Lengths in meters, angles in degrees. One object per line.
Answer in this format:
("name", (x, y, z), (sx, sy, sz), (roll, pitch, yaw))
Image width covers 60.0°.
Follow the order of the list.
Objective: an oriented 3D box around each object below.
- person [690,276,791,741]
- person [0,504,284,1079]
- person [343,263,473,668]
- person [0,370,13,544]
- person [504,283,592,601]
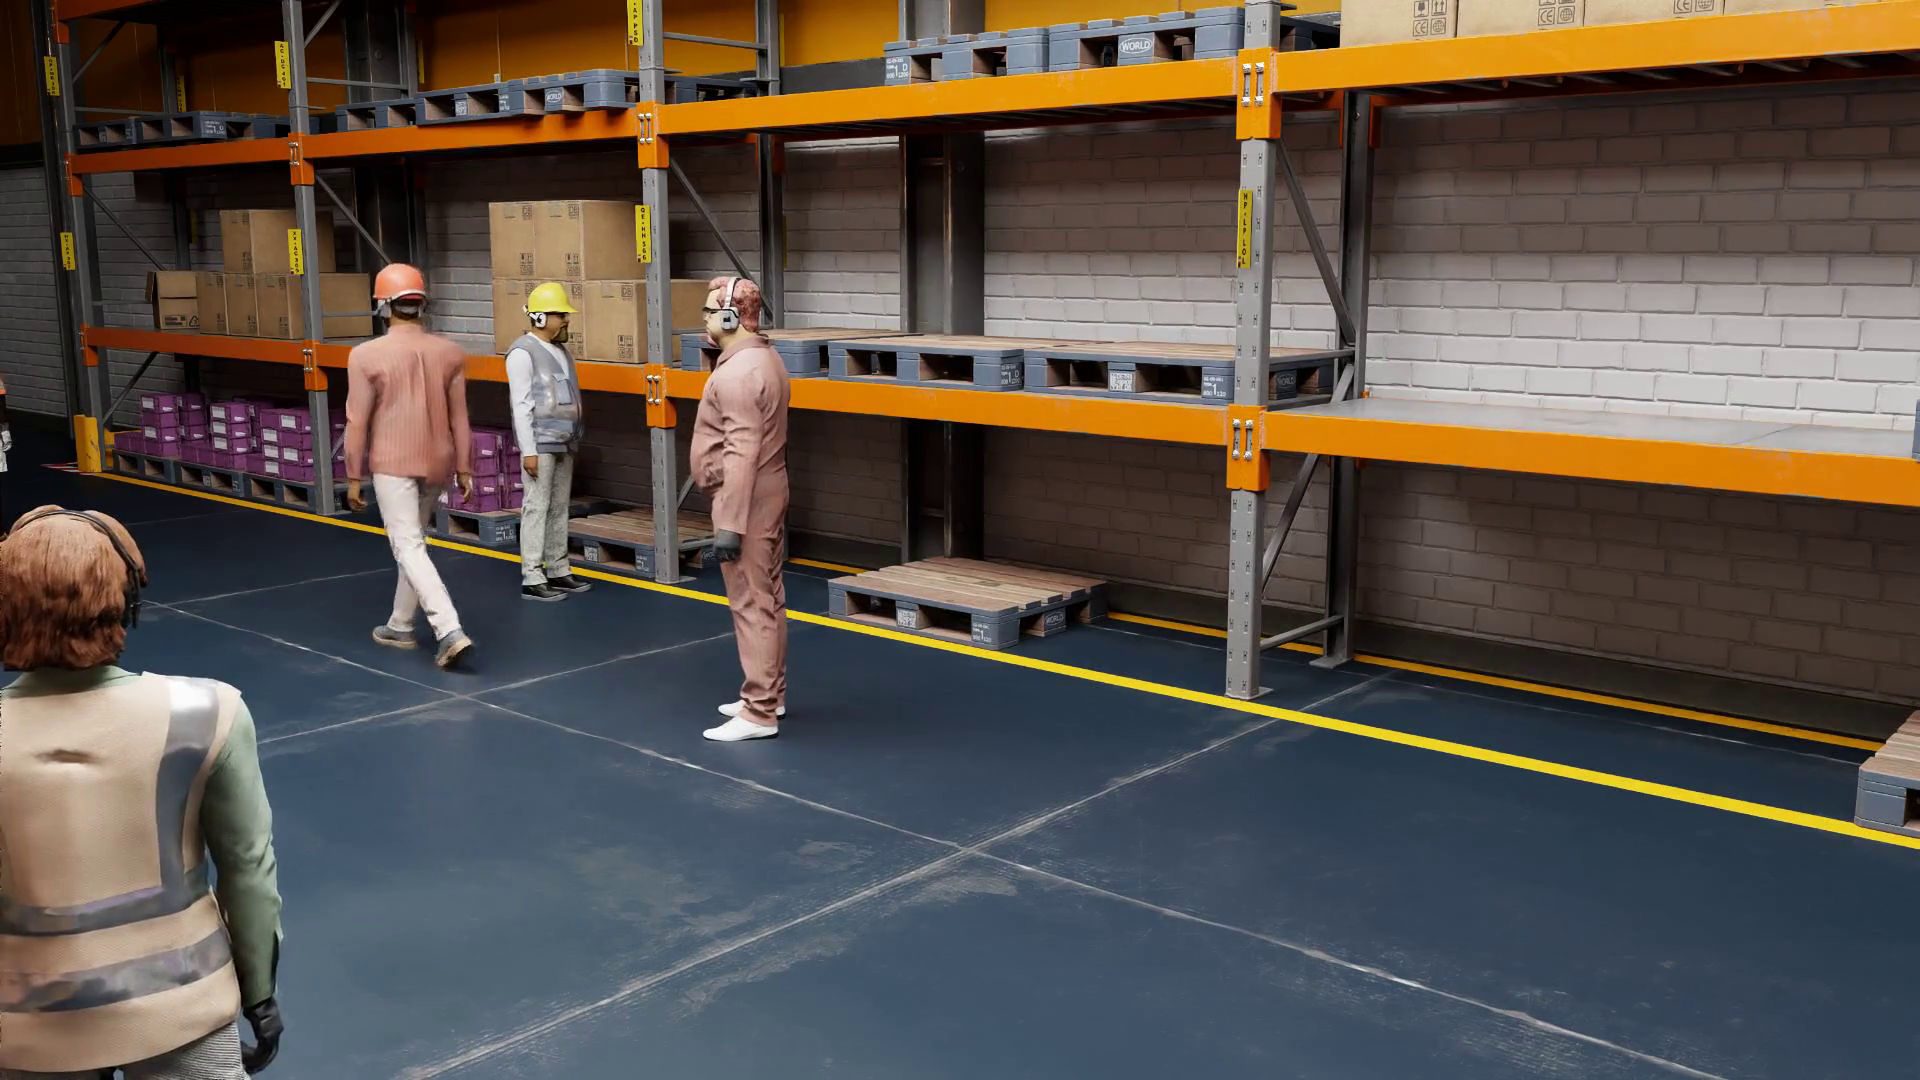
("person", (-0.909, -0.125, 6.872), (0.399, 1.909, 0.642), (1, 10, 5))
("person", (-1.312, 0.764, 2.569), (0.514, 1.642, 0.314), (-4, 11, -22))
("person", (-2.667, -0.366, 8.119), (0.973, 1.958, 0.623), (9, 13, 40))
("person", (-6.372, -0.695, 10.714), (0.535, 1.698, 0.318), (0, 10, 2))
("person", (-2.374, -0.566, 9.633), (0.403, 1.828, 0.595), (3, 10, 16))
